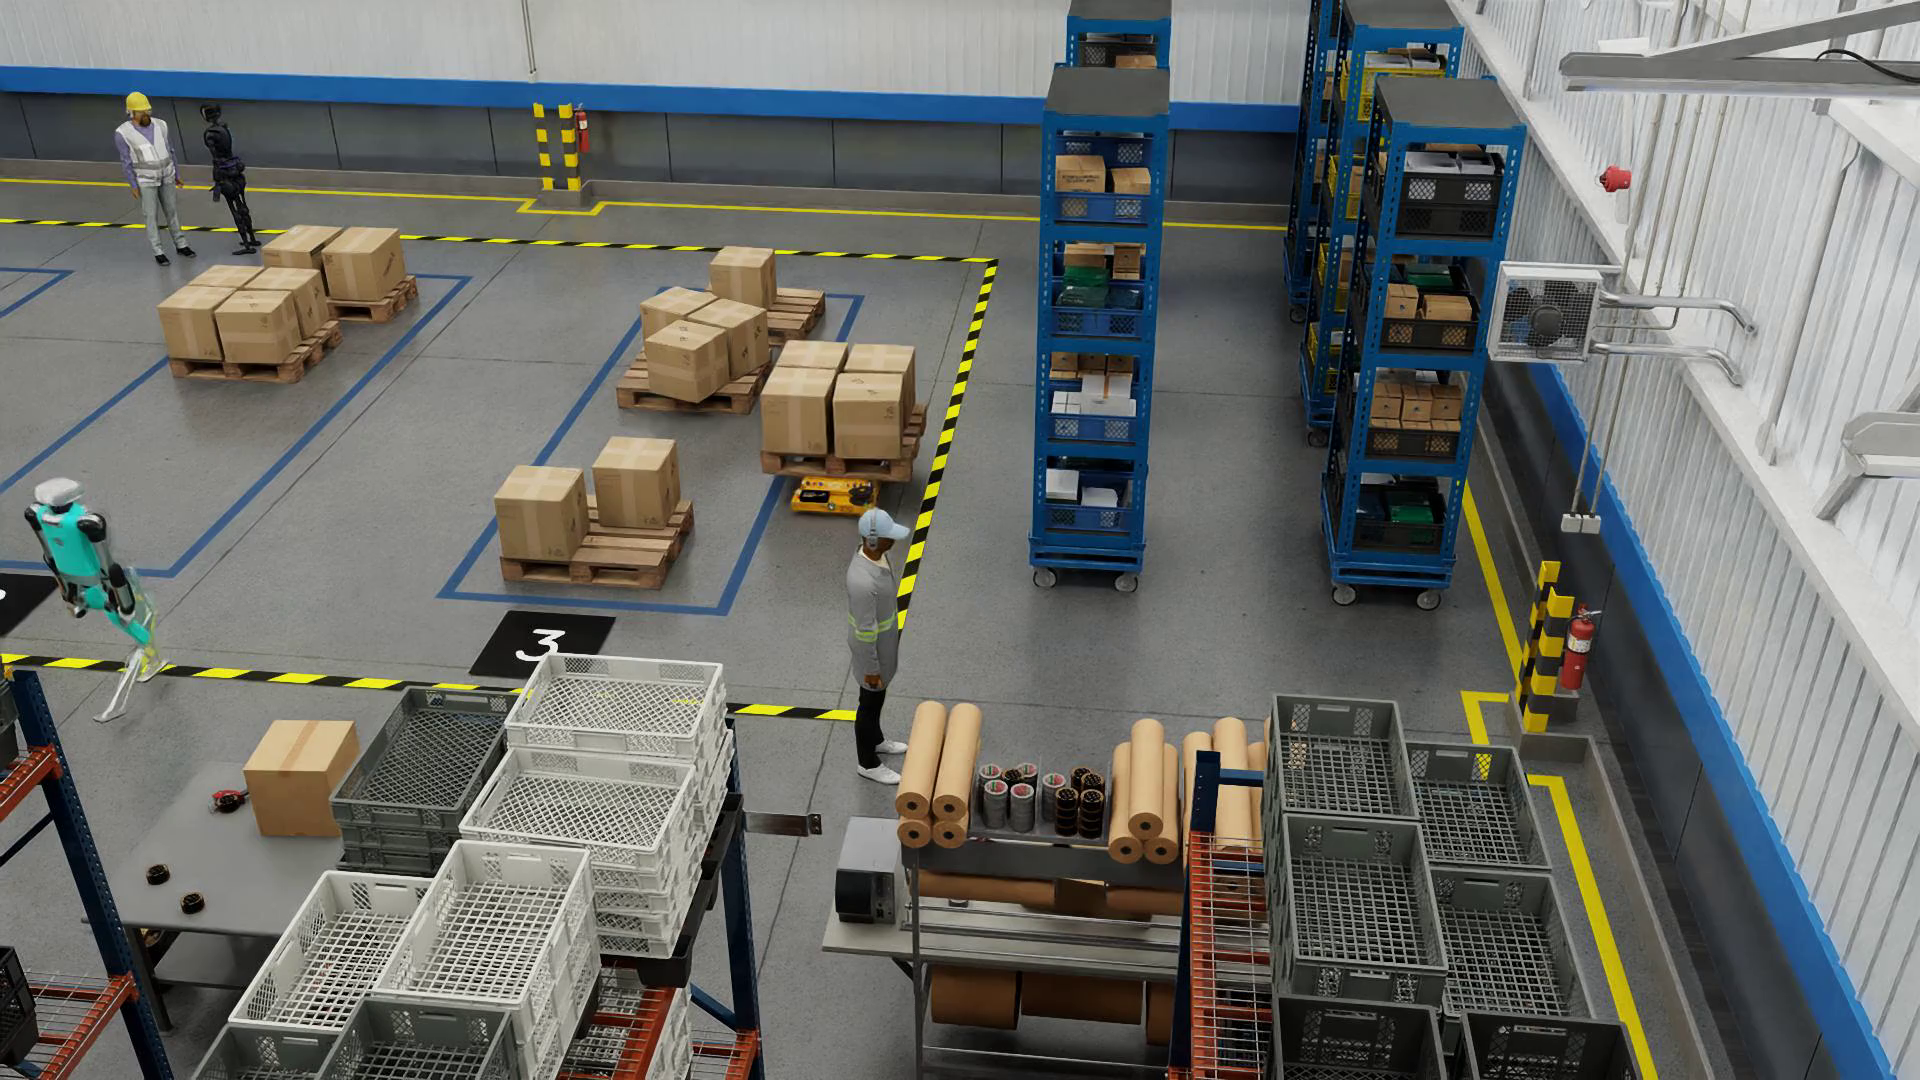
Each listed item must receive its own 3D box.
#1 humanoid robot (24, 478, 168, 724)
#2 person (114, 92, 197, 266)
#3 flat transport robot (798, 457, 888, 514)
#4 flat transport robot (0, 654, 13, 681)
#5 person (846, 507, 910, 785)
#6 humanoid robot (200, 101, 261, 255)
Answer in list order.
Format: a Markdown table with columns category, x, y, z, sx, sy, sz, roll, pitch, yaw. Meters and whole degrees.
| category | x | y | z | sx | sy | sz | roll | pitch | yaw |
| --- | --- | --- | --- | --- | --- | --- | --- | --- | --- |
| humanoid robot | -5.439 | 0.304 | 10.694 | 0.544 | 1.734 | 0.995 | 8 | 31 | 14 |
| person | -8.591 | -3.862 | 17.748 | 0.404 | 1.836 | 0.586 | 21 | 36 | 31 |
| flat transport robot | -0.939 | -0.652 | 13.766 | 0.652 | 0.197 | 1.431 | 3 | 30 | 6 |
| flat transport robot | -7.142 | 0.969 | 11.010 | 1.431 | 0.231 | 0.659 | 3 | 30 | 6 |
| person | -0.481 | 0.622 | 10.031 | 0.384 | 1.850 | 0.596 | 3 | 30 | 5 |
| humanoid robot | -7.926 | -3.926 | 18.002 | 0.315 | 1.658 | 0.599 | -1 | 30 | -2 |
